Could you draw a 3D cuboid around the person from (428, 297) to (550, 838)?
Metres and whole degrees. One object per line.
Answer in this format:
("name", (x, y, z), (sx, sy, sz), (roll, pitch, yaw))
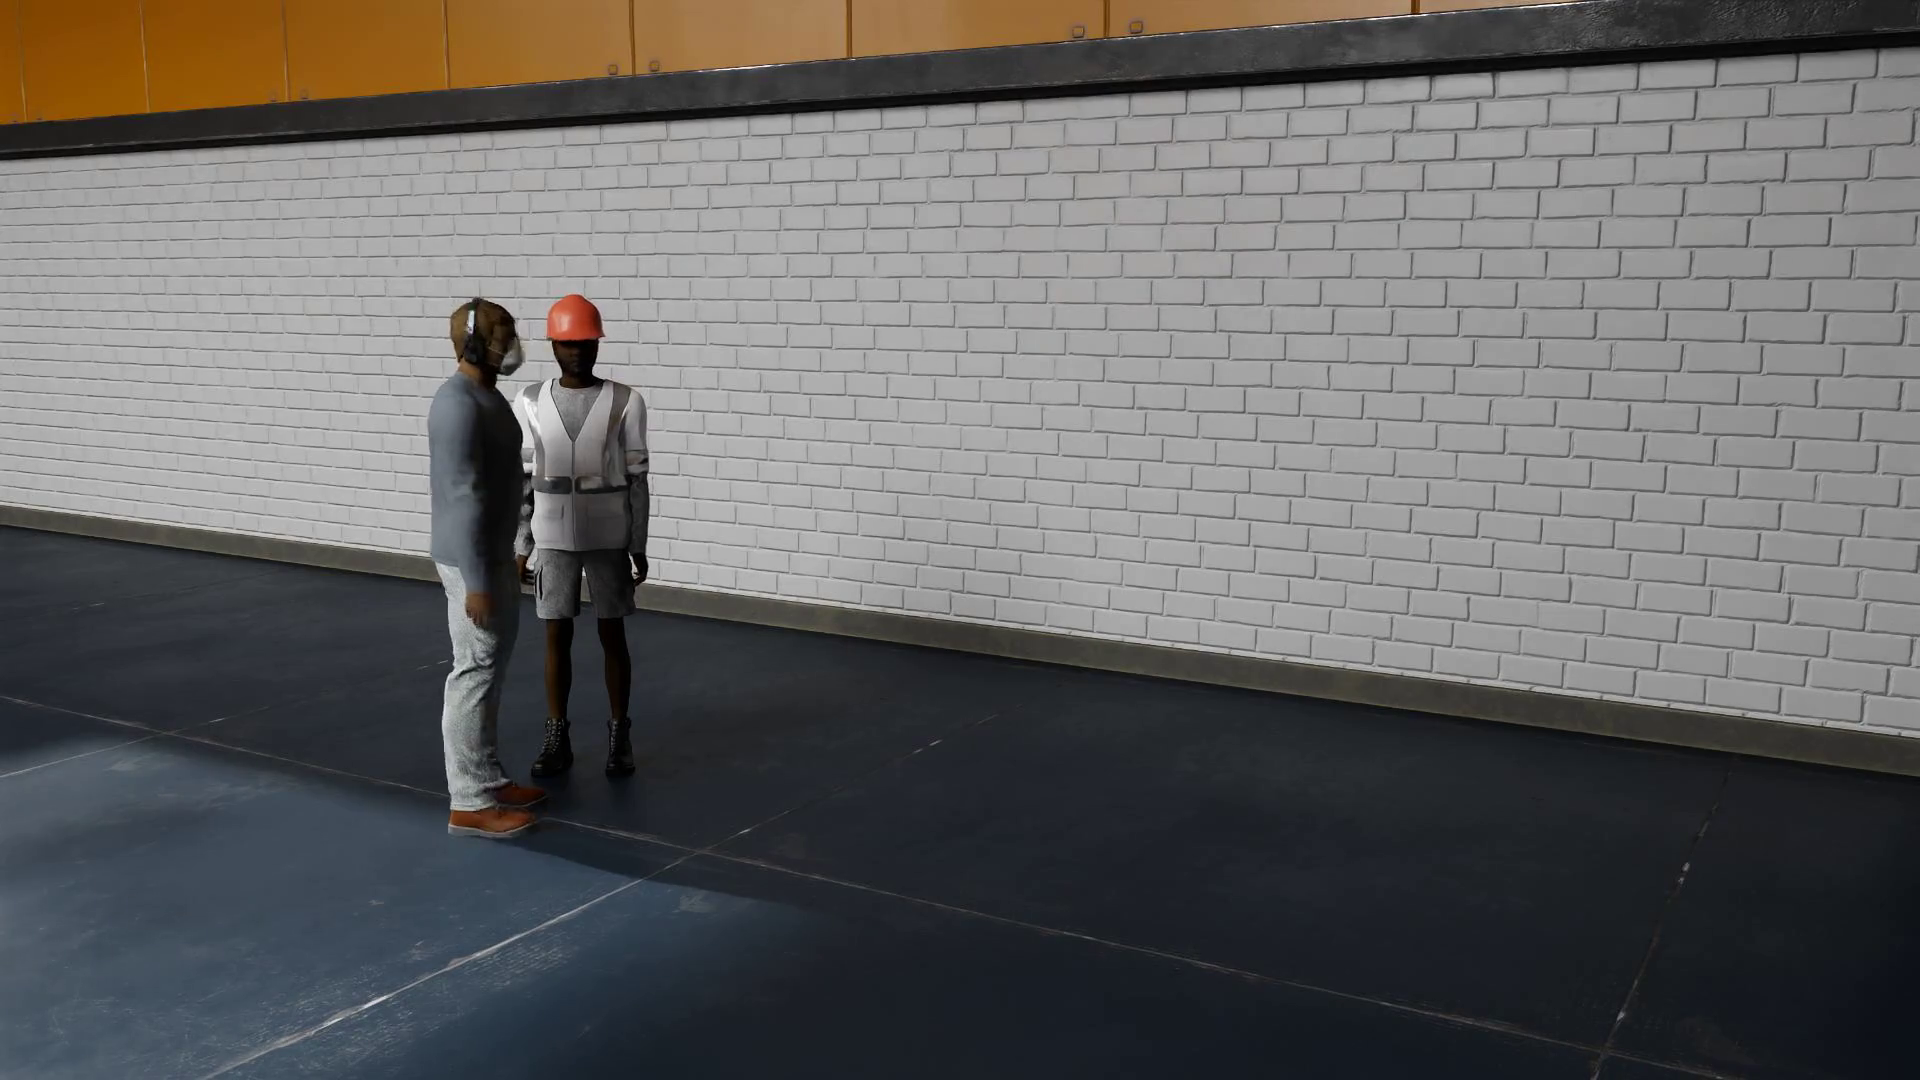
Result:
("person", (-1.725, 0.098, 6.047), (0.369, 1.934, 0.649), (-1, 9, -7))

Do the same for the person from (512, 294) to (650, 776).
("person", (-1.523, -0.006, 6.679), (0.552, 1.938, 0.357), (0, 9, -3))
